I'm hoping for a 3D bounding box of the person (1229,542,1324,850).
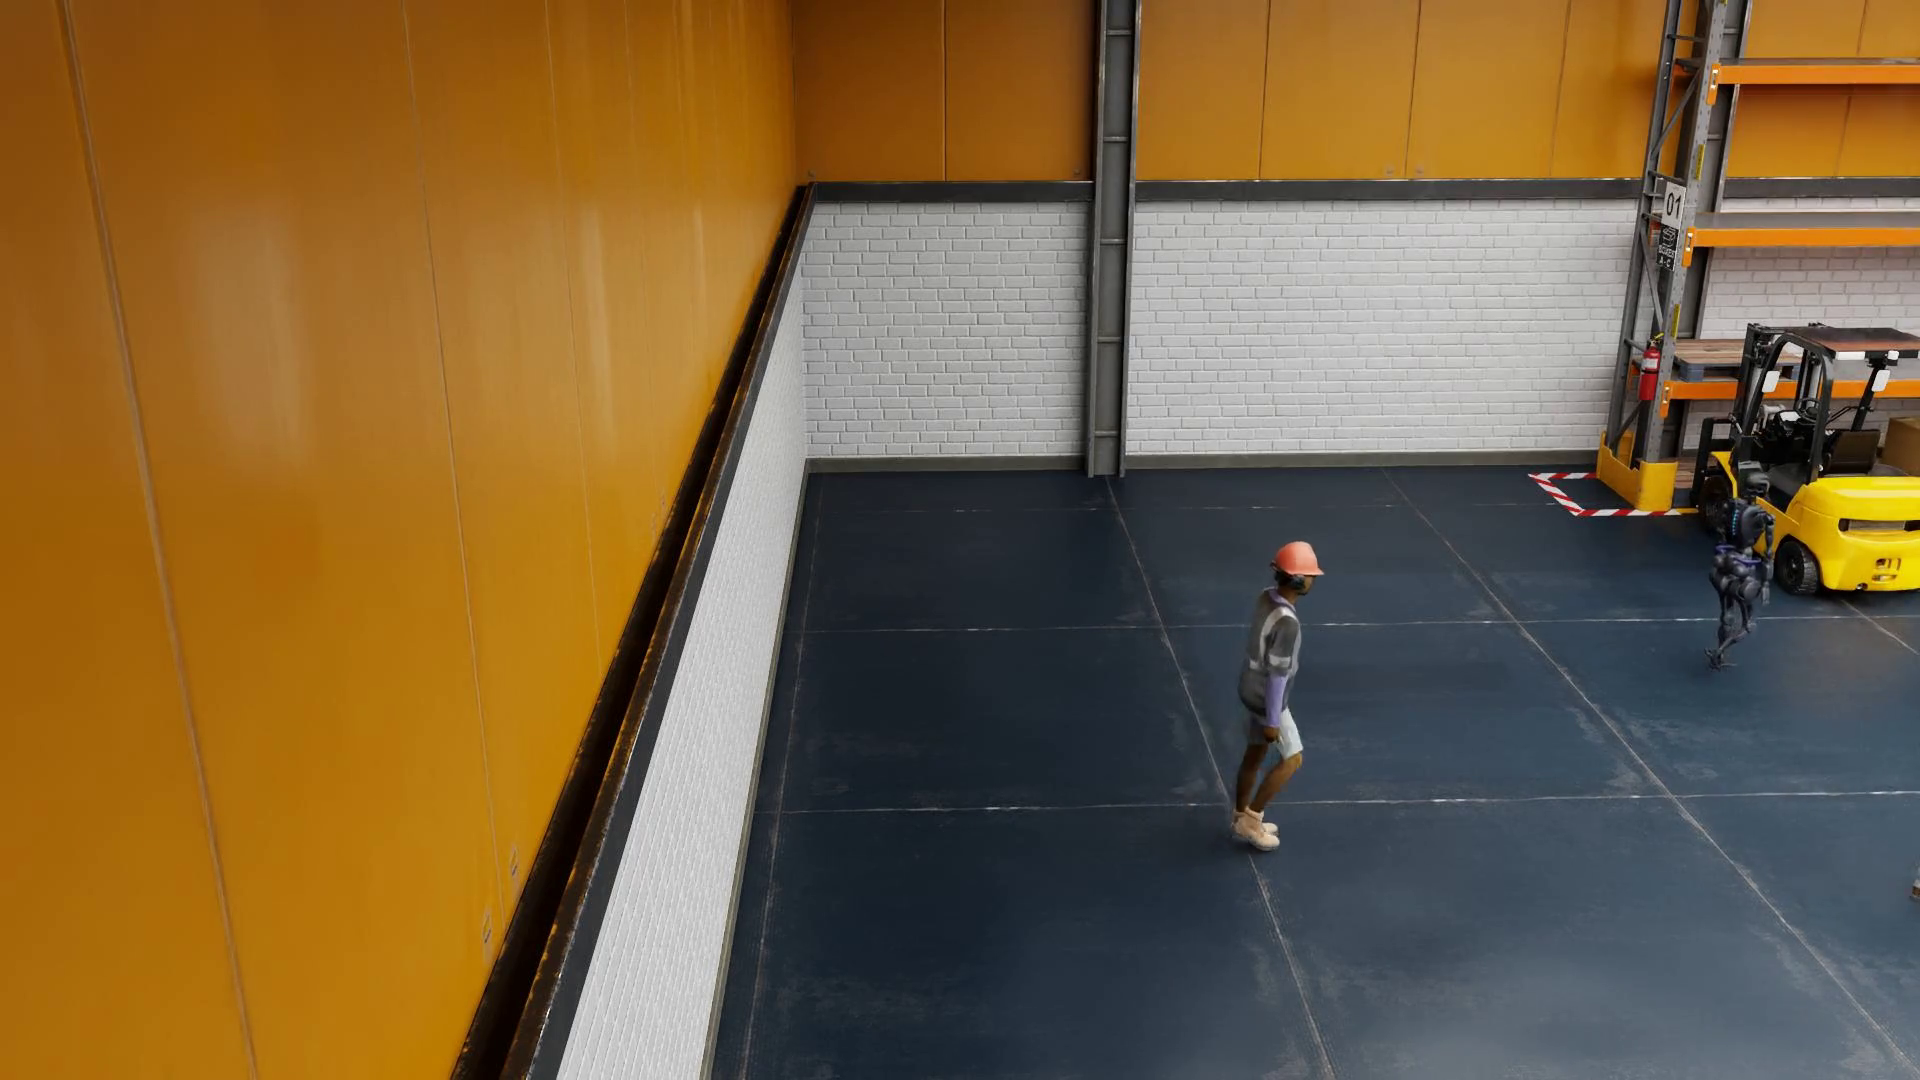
[{"bbox_3d":[1.966,0.978,10.390,0.527,2.016,0.620,-3,20,-8],"label":"person"}]

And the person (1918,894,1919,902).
[{"bbox_3d":[6.164,1.331,9.582,0.902,1.900,0.633,9,22,24],"label":"person"}]

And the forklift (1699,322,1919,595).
[{"bbox_3d":[7.809,-0.792,14.926,1.214,2.155,2.313,-1,20,-2],"label":"forklift"}]

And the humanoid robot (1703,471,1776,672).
[{"bbox_3d":[5.959,0.247,12.860,0.471,1.645,0.601,-7,21,-19],"label":"humanoid robot"}]
